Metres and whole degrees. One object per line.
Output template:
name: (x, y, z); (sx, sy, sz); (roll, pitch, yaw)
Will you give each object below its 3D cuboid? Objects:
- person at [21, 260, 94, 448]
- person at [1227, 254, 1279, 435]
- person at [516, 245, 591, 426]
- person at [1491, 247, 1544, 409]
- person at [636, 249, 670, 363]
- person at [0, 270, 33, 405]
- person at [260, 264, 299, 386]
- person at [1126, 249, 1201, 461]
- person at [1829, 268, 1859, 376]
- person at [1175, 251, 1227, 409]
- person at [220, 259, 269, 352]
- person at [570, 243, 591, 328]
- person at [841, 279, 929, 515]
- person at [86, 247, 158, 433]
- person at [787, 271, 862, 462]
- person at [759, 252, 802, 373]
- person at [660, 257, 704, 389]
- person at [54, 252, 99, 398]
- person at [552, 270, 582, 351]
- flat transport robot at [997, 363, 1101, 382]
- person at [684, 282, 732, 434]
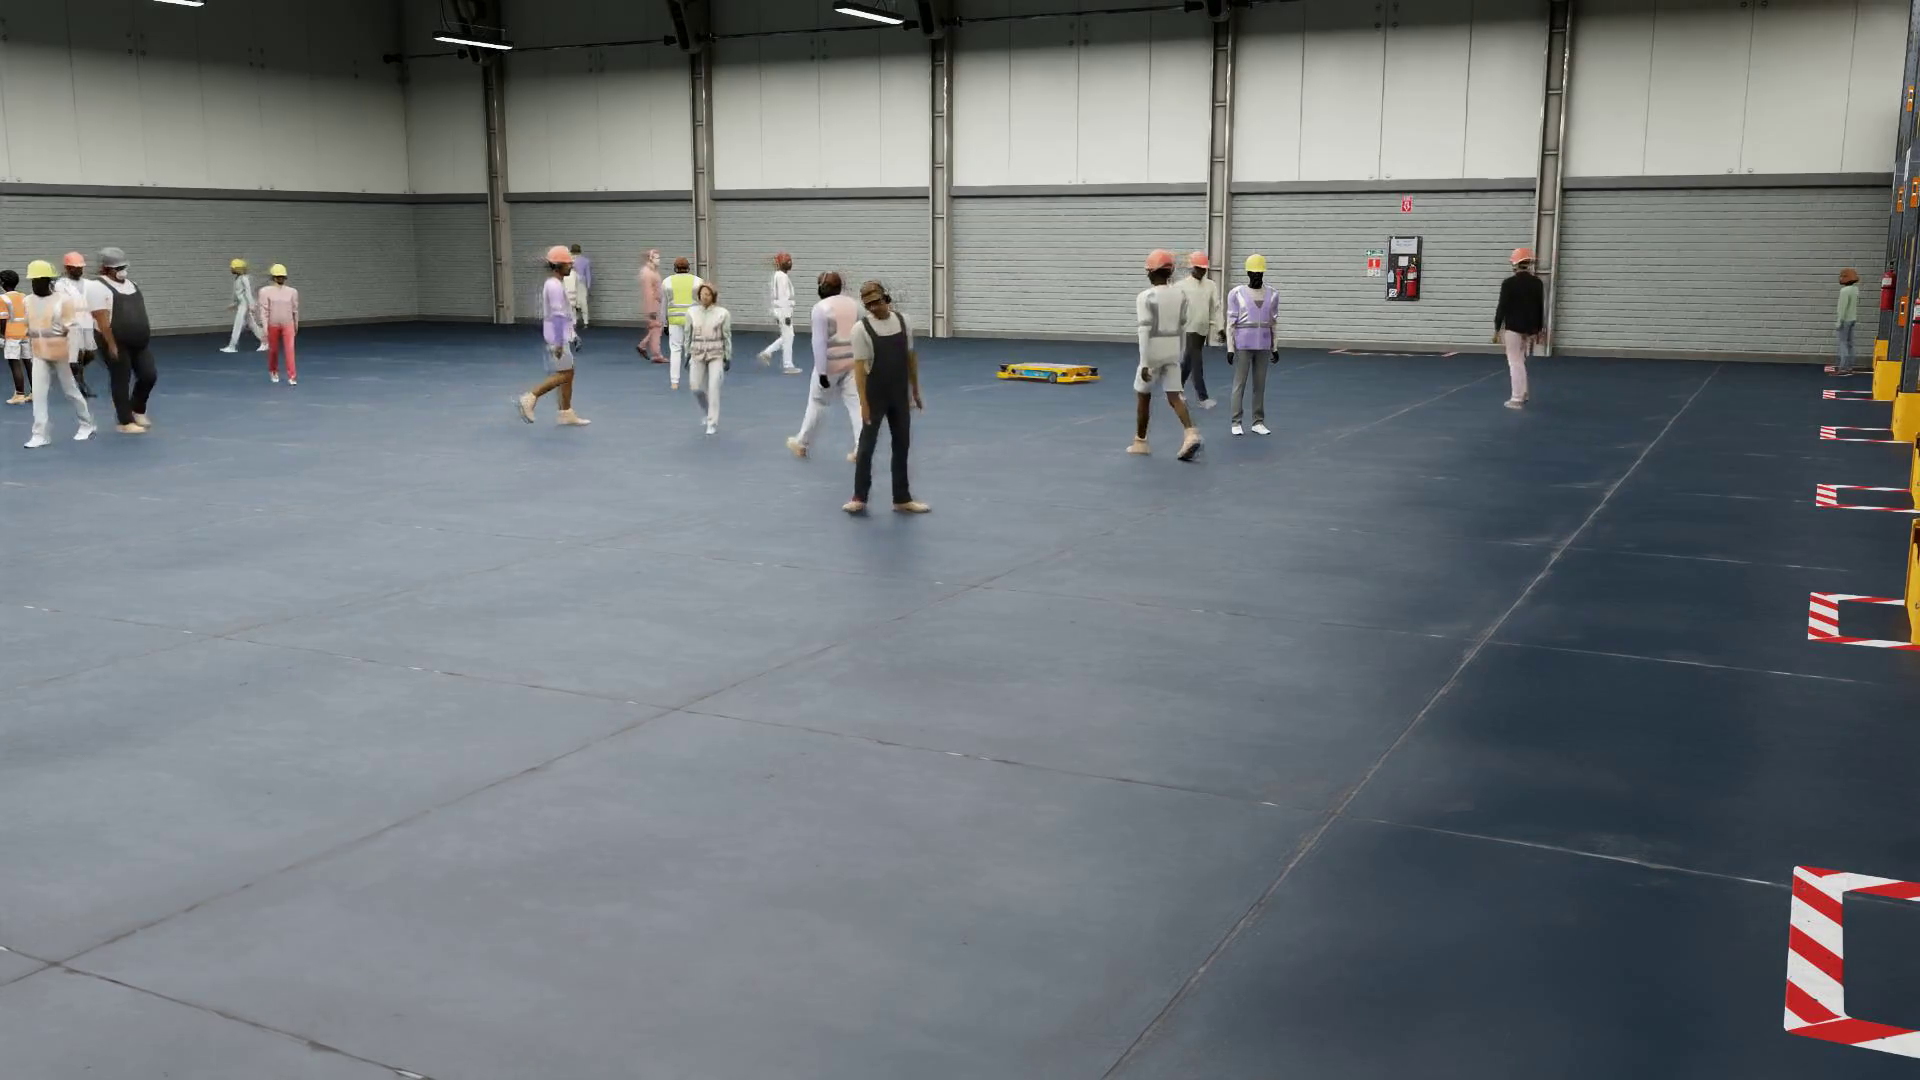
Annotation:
person: (-9.277, -1.916, 17.027); (0.598, 1.886, 0.964); (1, 10, 5)
person: (3.140, -2.080, 17.786); (0.595, 1.925, 0.374); (-3, 11, -15)
person: (-4.522, -2.236, 18.404); (0.709, 2.026, 0.614); (-3, 11, -16)
person: (6.869, -2.611, 20.554); (0.615, 1.975, 0.532); (-5, 12, -27)
person: (-5.116, -3.890, 27.731); (0.492, 1.894, 0.674); (-1, 10, -5)
person: (-11.937, -2.559, 21.024); (0.317, 1.695, 0.540); (2, 11, 13)
person: (-9.763, -3.100, 23.886); (0.518, 1.730, 0.882); (-6, 12, -28)
person: (1.952, -1.758, 15.843); (0.617, 2.015, 0.996); (-5, 12, -27)
person: (13.448, -3.303, 25.255); (0.507, 1.630, 0.268); (-9, 14, -40)
person: (2.923, -2.626, 20.755); (0.610, 1.945, 1.019); (-6, 12, -31)
person: (-13.150, -4.299, 30.530); (0.916, 1.701, 0.487); (-8, 13, -38)
person: (-8.821, -5.850, 38.314); (0.628, 1.939, 0.375); (-3, 11, -18)
person: (-0.574, -1.070, 12.629); (0.676, 1.808, 0.363); (-7, 12, -32)
person: (-8.971, -2.152, 17.865); (0.539, 2.000, 0.698); (4, 11, 20)
person: (-1.223, -1.640, 15.745); (0.990, 1.789, 0.628); (10, 14, 43)
person: (-2.770, -3.503, 25.708); (0.566, 1.867, 0.581); (-2, 11, -8)
person: (-3.838, -3.012, 23.141); (0.632, 1.838, 0.430); (-1, 10, -6)
person: (-11.687, -2.837, 21.959); (0.668, 1.921, 0.549); (5, 12, 27)
person: (-7.193, -4.341, 30.461); (0.791, 1.806, 0.600); (8, 13, 36)
flat transport robot: (1.298, -2.466, 24.409); (1.431, 0.197, 0.652); (9, 14, 40)
person: (-2.713, -1.964, 17.950); (0.530, 1.626, 0.437); (1, 10, 7)
